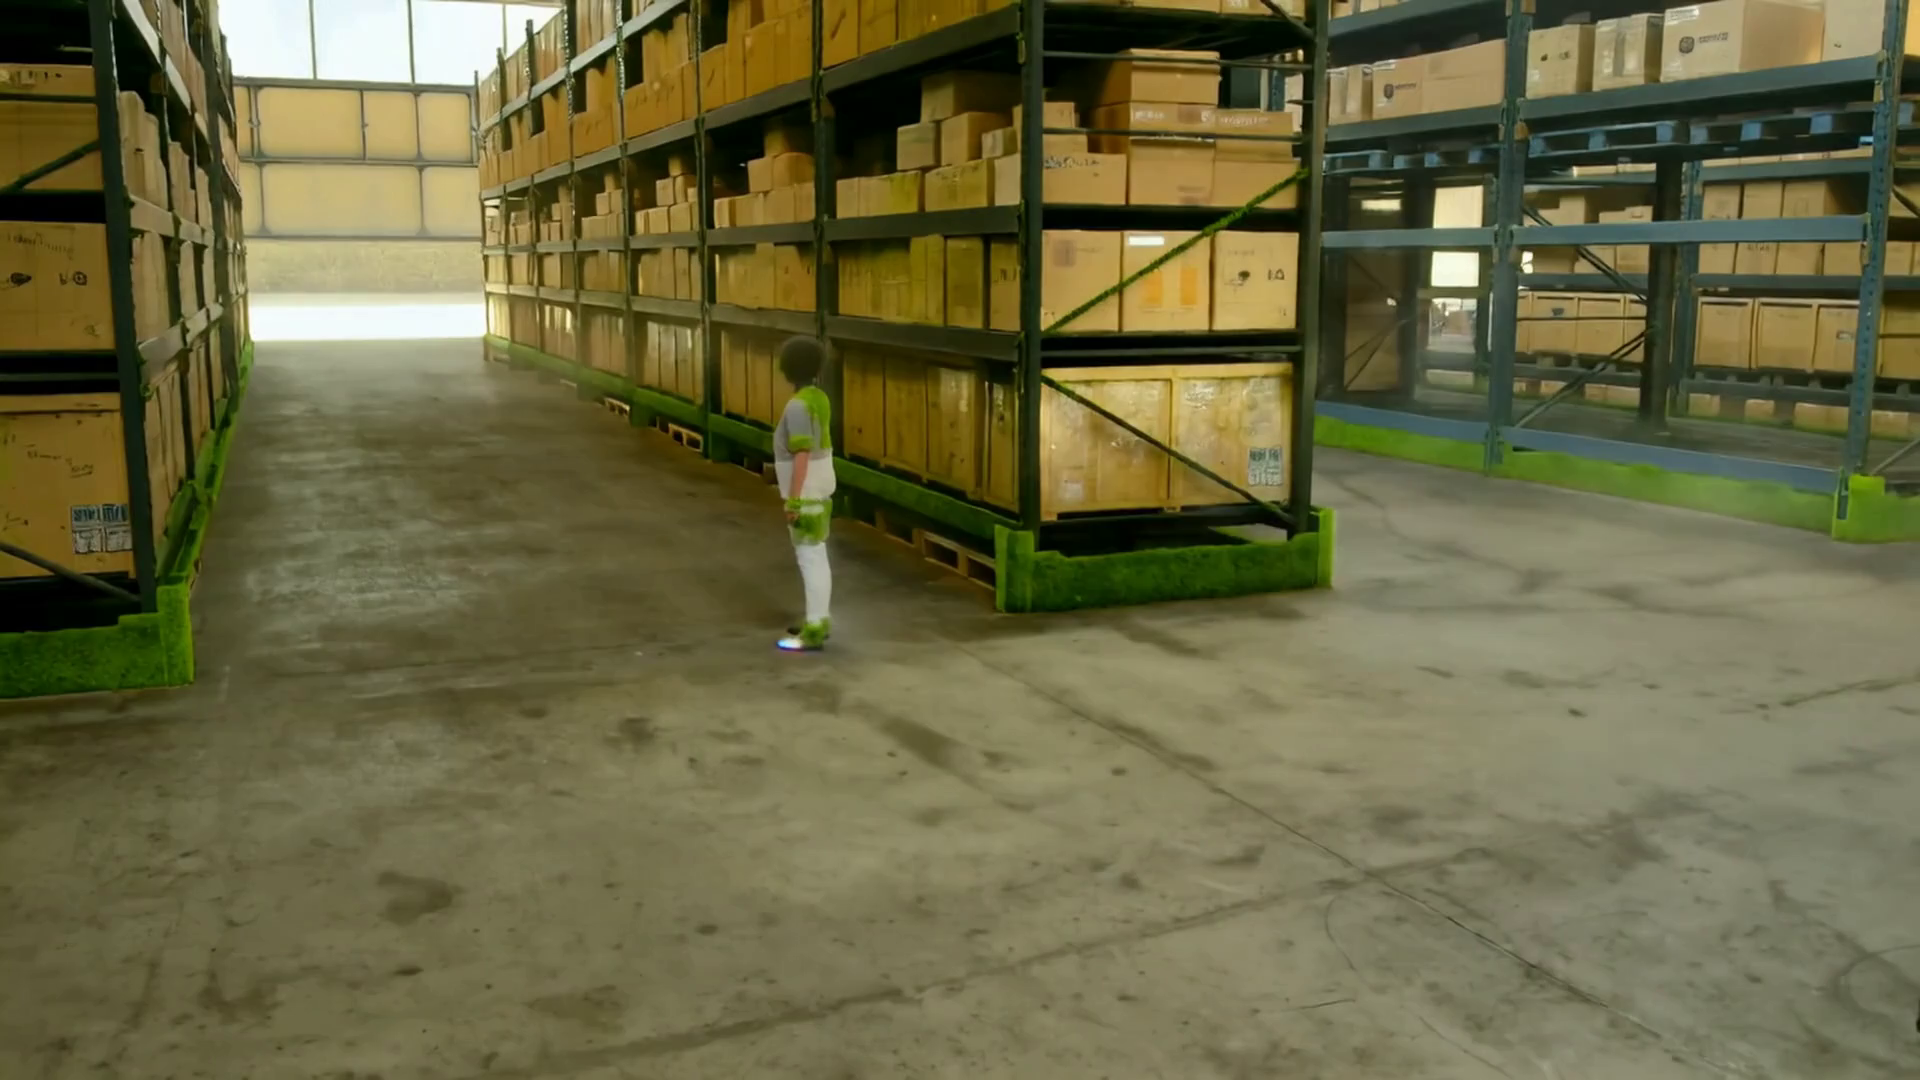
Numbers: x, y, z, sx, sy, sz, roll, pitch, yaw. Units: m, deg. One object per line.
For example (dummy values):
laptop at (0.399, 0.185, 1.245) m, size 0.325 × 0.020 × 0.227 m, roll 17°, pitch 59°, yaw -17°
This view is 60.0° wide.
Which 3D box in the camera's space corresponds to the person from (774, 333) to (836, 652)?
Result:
person at (-0.832, -0.253, 8.907) m, size 0.318 × 1.700 × 0.534 m, roll 1°, pitch 10°, yaw 6°
